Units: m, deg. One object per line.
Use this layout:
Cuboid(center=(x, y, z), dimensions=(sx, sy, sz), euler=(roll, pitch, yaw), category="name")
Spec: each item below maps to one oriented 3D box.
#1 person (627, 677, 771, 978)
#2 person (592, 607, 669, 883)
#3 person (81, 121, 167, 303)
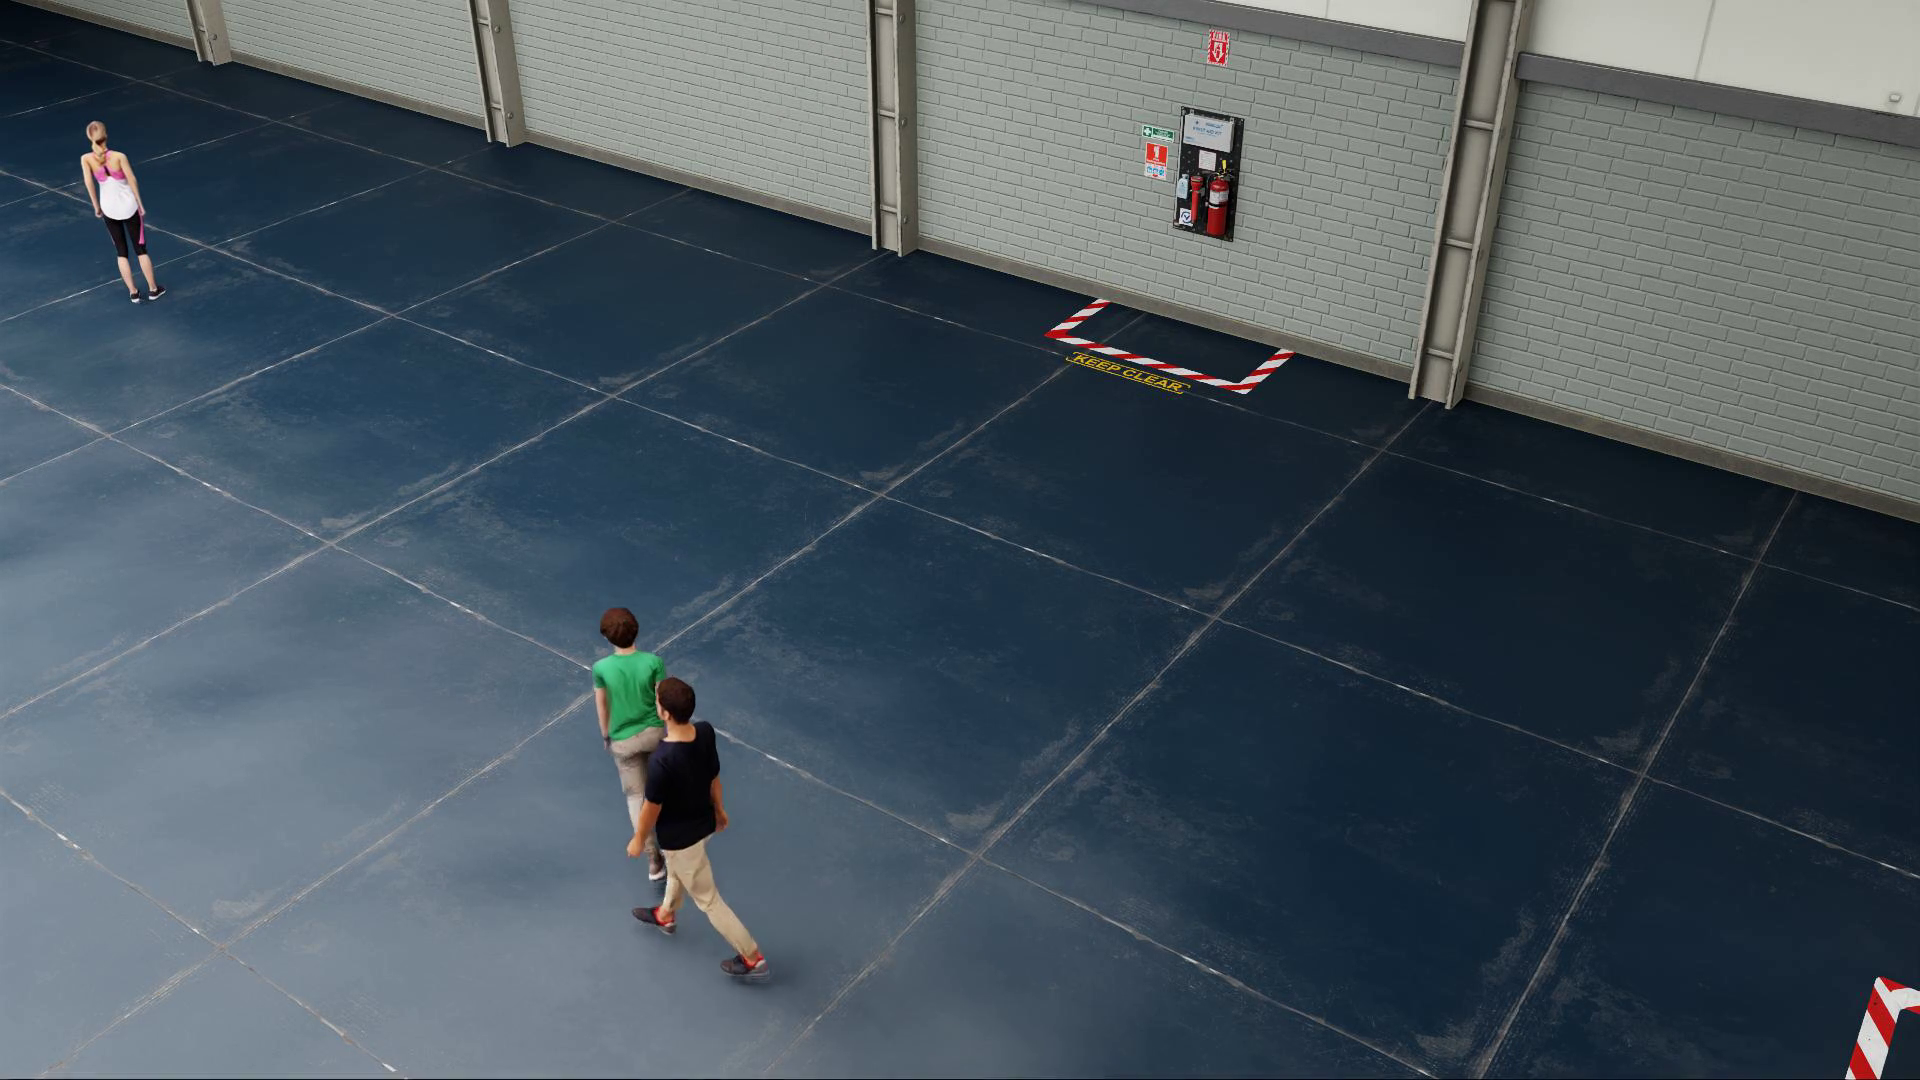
Cuboid(center=(-1.332, 1.552, 8.598), dimensions=(1.208, 1.812, 0.813), euler=(12, 34, 18), category="person")
Cuboid(center=(-1.795, 1.172, 9.385), dimensions=(0.951, 1.616, 1.126), euler=(-8, 33, -12), category="person")
Cuboid(center=(-8.141, -3.176, 16.117), dimensions=(0.672, 1.787, 0.730), euler=(-5, 33, -9), category="person")
